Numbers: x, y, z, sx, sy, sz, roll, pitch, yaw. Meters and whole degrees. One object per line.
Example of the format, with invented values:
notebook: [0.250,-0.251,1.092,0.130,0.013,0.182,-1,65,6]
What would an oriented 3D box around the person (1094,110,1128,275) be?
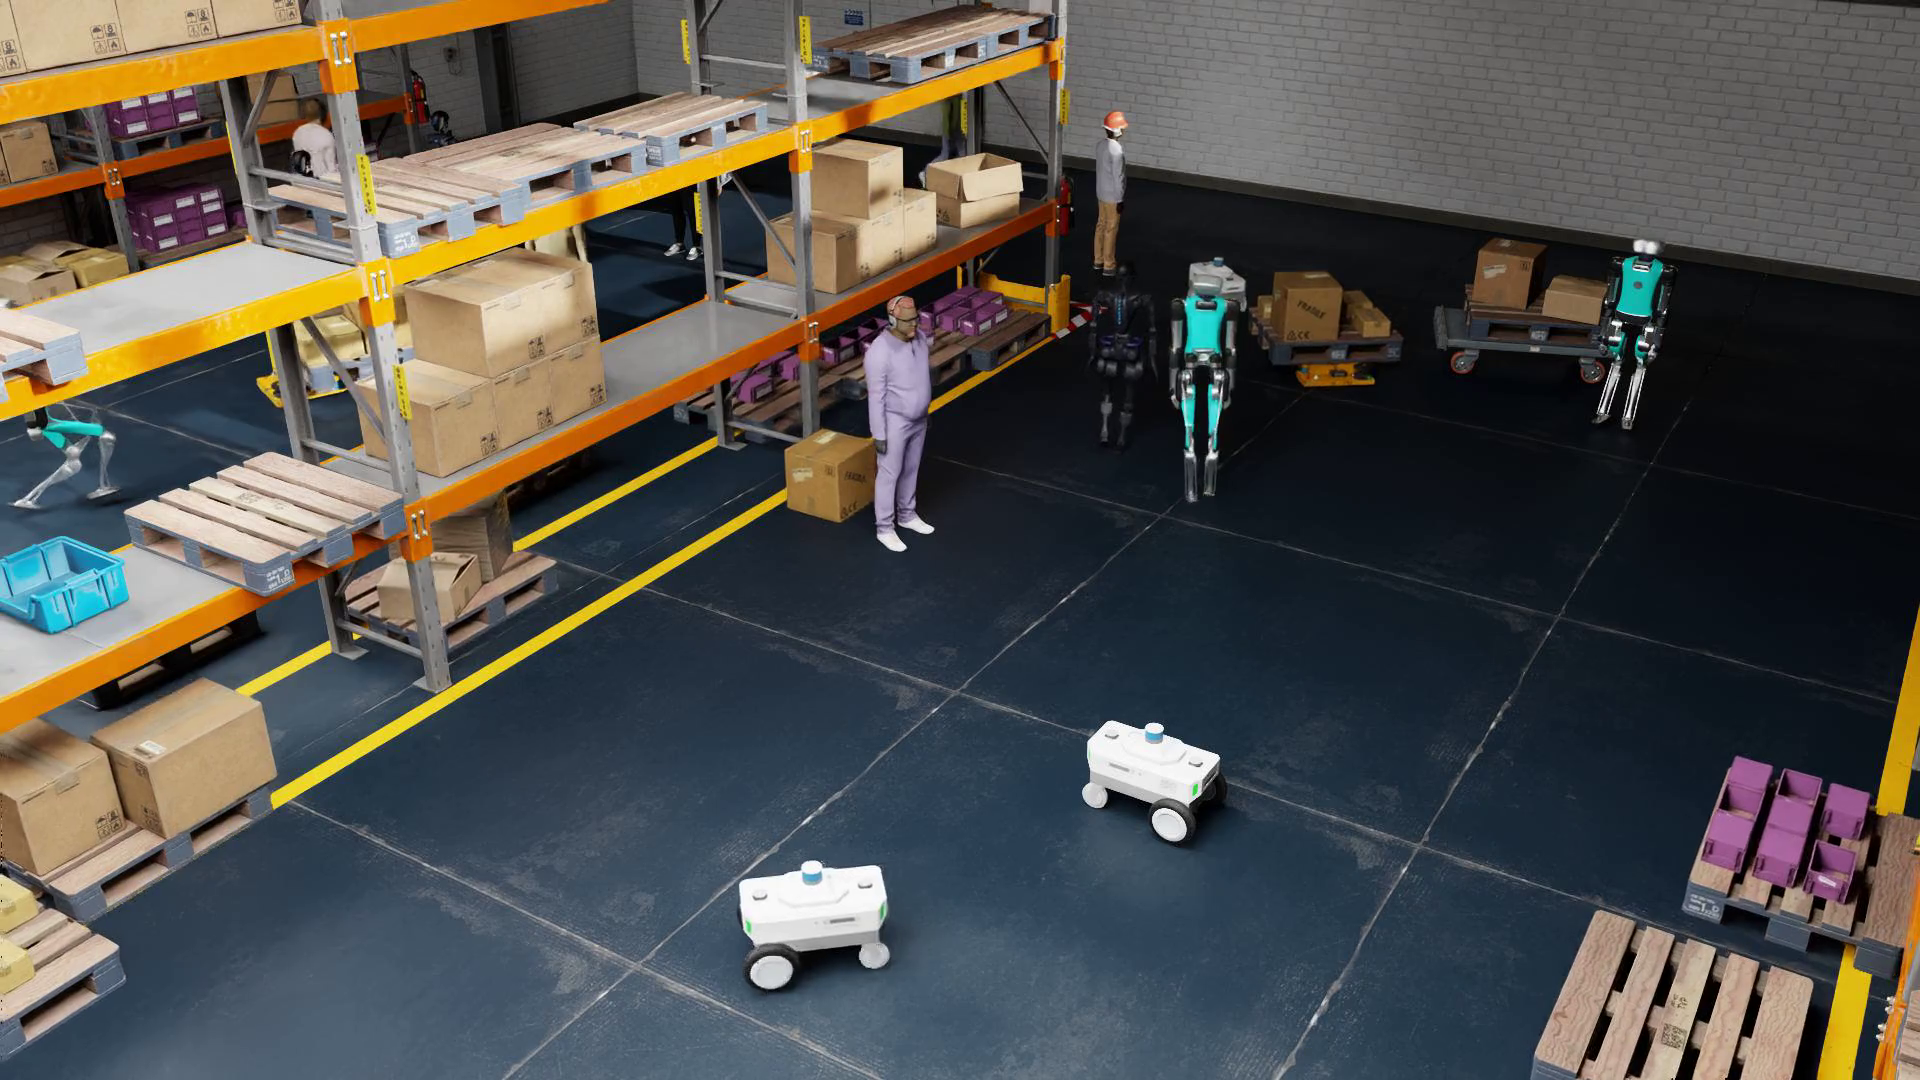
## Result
person: [1.639,-3.736,17.912,0.320,1.755,0.570,-8,28,-16]

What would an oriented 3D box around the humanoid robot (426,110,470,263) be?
humanoid robot: [-5.603,-3.888,18.286,0.599,1.659,0.315,16,31,28]

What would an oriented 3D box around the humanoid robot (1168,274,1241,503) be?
humanoid robot: [1.853,-1.073,12.722,0.530,1.822,0.686,2,27,4]

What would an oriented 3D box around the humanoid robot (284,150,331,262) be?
humanoid robot: [-6.510,-3.116,16.790,0.602,1.654,0.355,5,27,9]

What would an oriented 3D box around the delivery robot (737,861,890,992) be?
delivery robot: [-0.721,1.852,8.222,0.772,0.586,0.499,-5,27,-9]

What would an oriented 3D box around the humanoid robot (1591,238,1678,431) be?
humanoid robot: [5.653,-1.765,13.906,0.533,1.677,0.735,16,31,28]

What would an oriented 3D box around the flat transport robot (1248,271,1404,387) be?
flat transport robot: [3.386,-1.783,15.712,0.659,0.231,1.431,-2,27,-4]

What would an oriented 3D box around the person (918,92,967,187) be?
person: [-0.151,-5.150,20.863,0.737,1.612,0.511,13,30,24]

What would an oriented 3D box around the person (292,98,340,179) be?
person: [-6.859,-3.779,17.862,0.640,1.891,1.014,11,29,21]

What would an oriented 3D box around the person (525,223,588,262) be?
person: [-3.821,-2.647,15.788,0.573,1.724,0.641,-7,28,-13]

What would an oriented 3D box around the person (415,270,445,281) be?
person: [-4.055,-1.328,13.070,0.345,1.847,0.514,4,27,8]

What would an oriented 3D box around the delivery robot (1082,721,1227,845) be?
delivery robot: [1.076,1.290,9.309,0.739,0.566,0.499,16,31,28]

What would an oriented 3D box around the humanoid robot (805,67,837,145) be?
humanoid robot: [-1.775,-4.934,20.367,0.530,1.788,0.859,-4,27,-8]

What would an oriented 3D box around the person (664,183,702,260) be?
person: [-3.089,-4.011,18.453,0.749,1.758,0.426,15,31,28]

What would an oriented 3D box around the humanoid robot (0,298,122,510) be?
humanoid robot: [-6.837,-1.009,12.590,1.027,1.742,0.548,-12,29,-22]

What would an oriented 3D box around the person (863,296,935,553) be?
person: [-0.406,-0.860,12.086,0.406,1.905,0.650,17,32,30]

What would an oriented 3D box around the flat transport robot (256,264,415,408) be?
flat transport robot: [-5.626,-1.541,15.234,1.431,0.231,0.659,-18,32,-32]

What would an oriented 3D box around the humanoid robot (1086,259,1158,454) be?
humanoid robot: [1.336,-1.505,13.604,0.616,1.643,0.346,9,28,16]

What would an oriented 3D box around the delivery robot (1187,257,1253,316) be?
delivery robot: [2.626,-2.589,16.970,0.499,0.582,0.773,-9,28,-17]
